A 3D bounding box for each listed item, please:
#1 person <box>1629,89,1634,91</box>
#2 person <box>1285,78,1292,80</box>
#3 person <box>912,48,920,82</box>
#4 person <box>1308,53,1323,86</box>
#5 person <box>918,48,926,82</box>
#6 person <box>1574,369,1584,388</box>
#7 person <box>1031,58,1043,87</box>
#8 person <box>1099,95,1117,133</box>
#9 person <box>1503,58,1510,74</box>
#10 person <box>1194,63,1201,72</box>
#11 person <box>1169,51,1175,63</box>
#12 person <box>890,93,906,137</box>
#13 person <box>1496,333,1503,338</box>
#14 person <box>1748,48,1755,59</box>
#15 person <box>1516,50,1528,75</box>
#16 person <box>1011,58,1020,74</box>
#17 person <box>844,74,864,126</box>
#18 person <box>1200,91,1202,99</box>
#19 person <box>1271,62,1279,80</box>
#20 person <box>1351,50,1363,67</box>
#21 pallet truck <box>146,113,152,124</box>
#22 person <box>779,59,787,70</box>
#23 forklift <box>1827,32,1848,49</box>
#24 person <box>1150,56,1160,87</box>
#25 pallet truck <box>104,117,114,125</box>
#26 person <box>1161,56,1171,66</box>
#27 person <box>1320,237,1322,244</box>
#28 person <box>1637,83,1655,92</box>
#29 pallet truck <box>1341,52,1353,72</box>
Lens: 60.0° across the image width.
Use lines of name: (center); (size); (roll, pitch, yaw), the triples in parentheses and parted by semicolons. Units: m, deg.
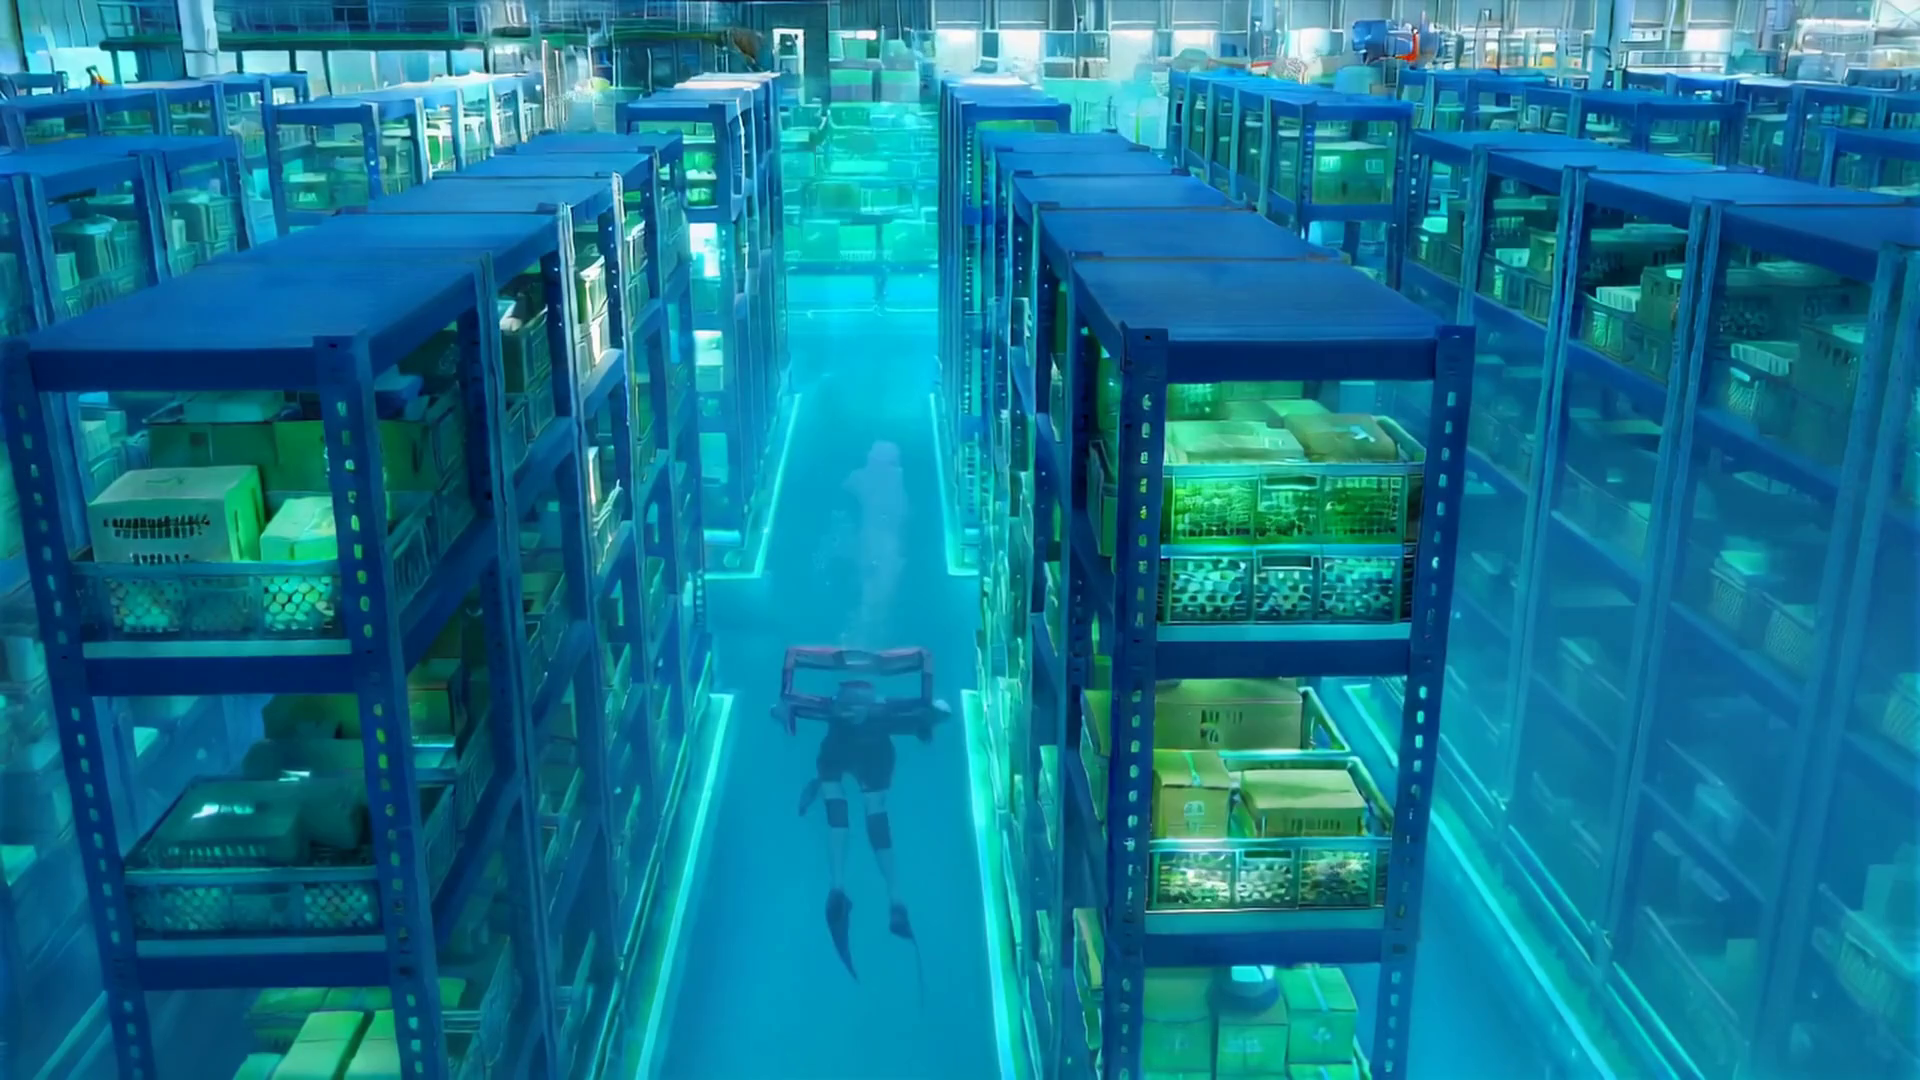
person: (21.227, -13.464, 52.833); (0.553, 1.675, 0.552); (-3, 18, -9)
person: (10.831, -14.366, 55.241); (0.542, 1.930, 0.366); (-13, 22, -34)
person: (-2.418, -25.849, 90.743); (0.627, 1.959, 0.736); (-15, 23, -38)
person: (19.086, -25.249, 89.254); (0.915, 1.722, 0.523); (11, 21, 31)
person: (-2.200, -26.260, 92.072); (0.833, 1.924, 0.622); (15, 23, 39)
person: (4.288, -0.336, 11.964); (0.567, 1.841, 0.377); (-12, 22, -34)
person: (3.596, -21.478, 77.431); (0.464, 1.820, 0.652); (-13, 22, -34)
person: (4.135, -11.484, 46.469); (0.560, 1.846, 0.429); (8, 19, 23)
person: (26.706, -22.679, 81.288); (0.440, 1.721, 0.502); (-3, 18, -10)
person: (9.361, -17.754, 65.566); (0.709, 2.031, 0.444); (8, 20, 24)
person: (11.161, -24.806, 87.638); (0.614, 1.872, 1.009); (-13, 22, -34)
person: (-1.831, -12.345, 49.267); (0.533, 1.760, 0.348); (-9, 20, -27)
person: (7.252, -3.229, 20.861); (0.822, 1.883, 0.650); (6, 19, 17)
person: (44.099, -26.439, 92.656); (0.551, 1.897, 0.902); (5, 19, 15)
person: (30.357, -25.526, 89.851); (0.574, 1.885, 0.356); (1, 18, 2)
person: (2.466, -20.954, 75.656); (0.701, 1.912, 0.594); (-13, 22, -35)
person: (-3.732, -15.949, 60.268); (0.940, 1.850, 0.579); (2, 18, 7)
person: (8.156, -15.320, 58.017); (0.702, 2.000, 0.634); (-9, 20, -26)
person: (13.880, -20.067, 73.099); (0.997, 1.798, 0.593); (1, 18, 4)
person: (20.262, -23.998, 84.941); (0.617, 1.993, 0.396); (10, 20, 28)
pallet truck: (-18.087, -8.309, 36.390); (1.885, 1.965, 0.823); (-1, 18, -4)
person: (-9.654, -25.660, 90.190); (0.551, 1.937, 0.382); (8, 20, 24)
forklift: (46.023, -25.321, 87.619); (1.129, 2.768, 1.873); (-1, 18, -2)
person: (10.178, -24.141, 85.892); (0.693, 1.674, 0.543); (-5, 19, -16)
pallet truck: (-18.367, -7.885, 35.078); (1.885, 1.965, 0.823); (1, 18, 2)
person: (9.772, -21.845, 78.465); (1.036, 1.881, 0.653); (-13, 22, -34)
person: (3.737, -2.451, 18.332); (0.693, 1.949, 0.601); (-2, 18, -6)
person: (24.503, -15.764, 59.544); (0.574, 1.944, 0.781); (-13, 22, -36)
pallet truck: (18.794, -23.123, 82.231); (0.823, 1.965, 1.885); (-13, 22, -35)
